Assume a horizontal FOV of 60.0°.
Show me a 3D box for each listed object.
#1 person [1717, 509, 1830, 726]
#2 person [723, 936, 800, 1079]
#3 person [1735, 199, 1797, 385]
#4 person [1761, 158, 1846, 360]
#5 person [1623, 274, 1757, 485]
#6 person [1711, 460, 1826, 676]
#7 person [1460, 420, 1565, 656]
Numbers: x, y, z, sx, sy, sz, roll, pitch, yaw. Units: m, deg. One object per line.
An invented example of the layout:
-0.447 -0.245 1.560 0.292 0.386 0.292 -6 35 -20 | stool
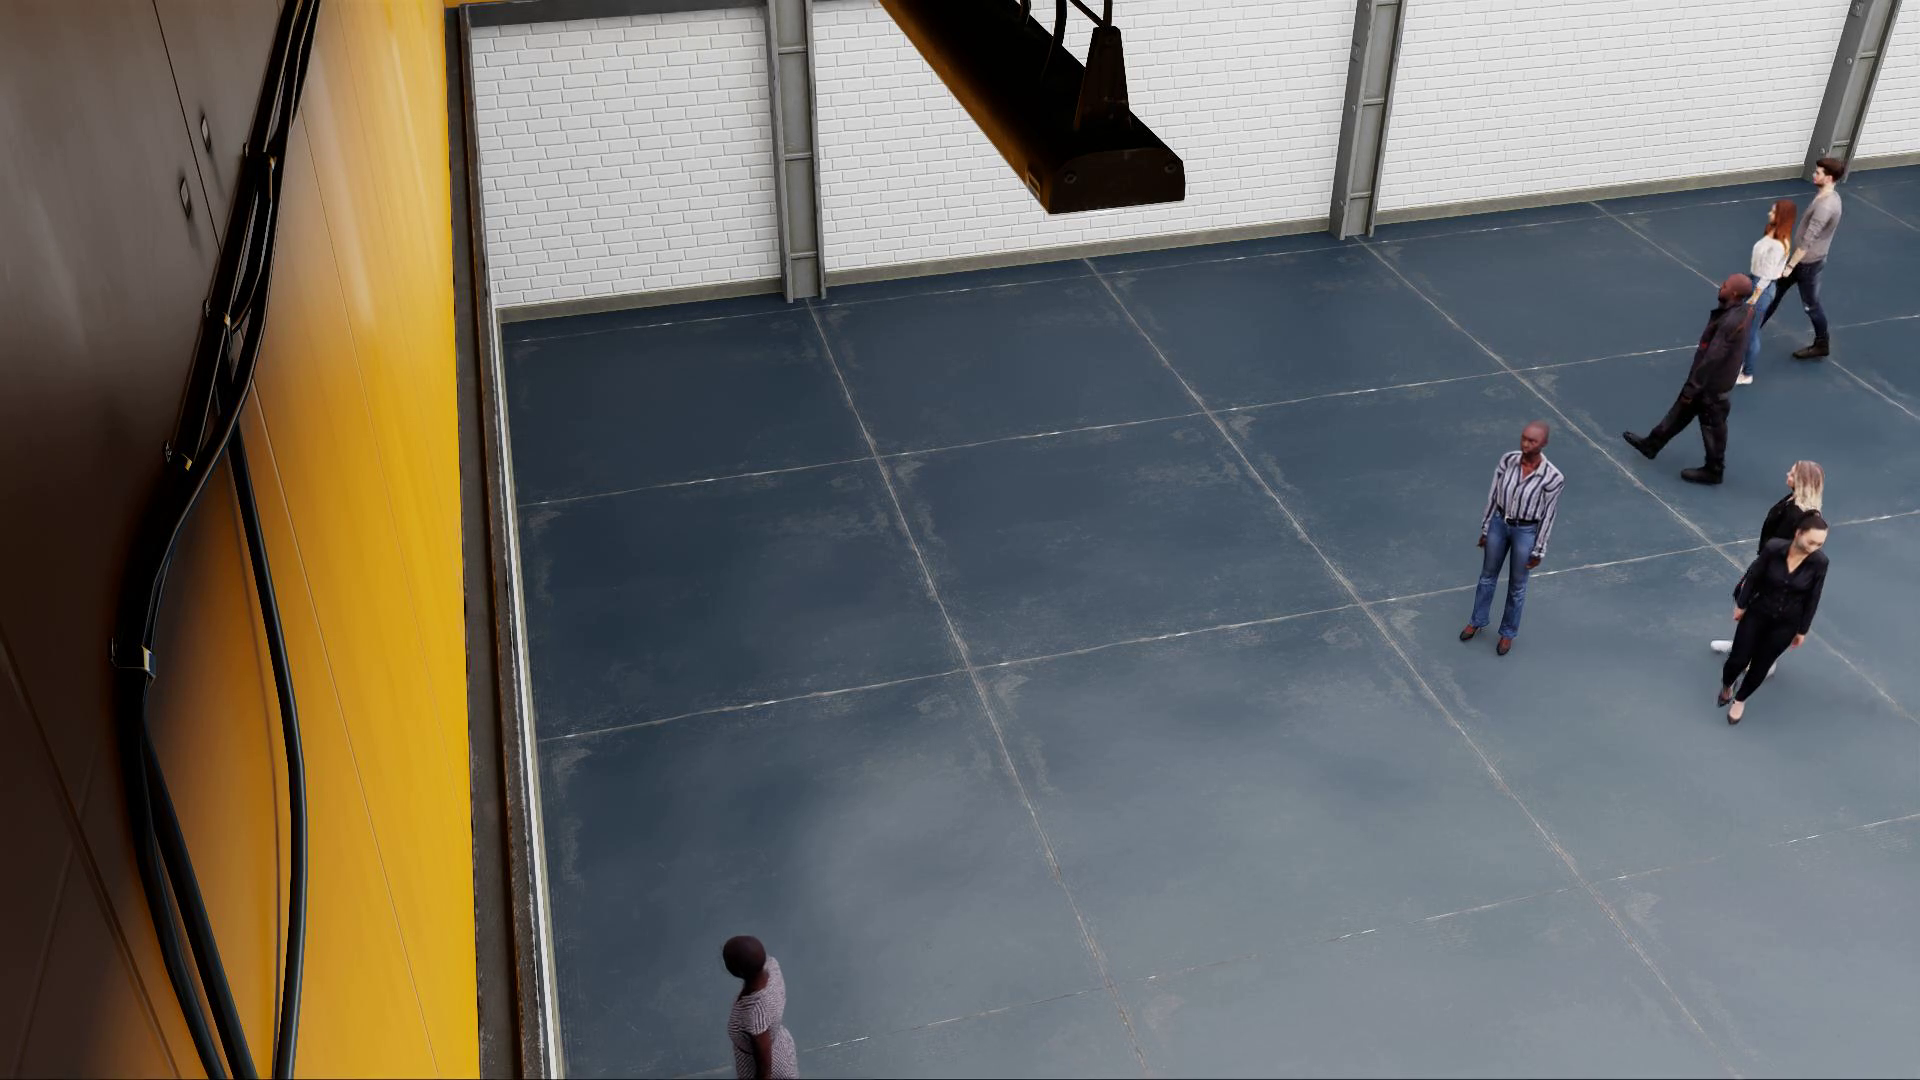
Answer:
5.251 0.496 10.723 0.719 1.693 0.782 19 38 26 | person
-0.891 2.460 7.682 0.607 1.788 0.666 -1 34 -1 | person
7.119 -2.194 14.739 0.697 1.726 0.679 8 35 12 | person
7.768 -2.490 15.062 1.304 1.864 1.131 11 35 16 | person
6.106 -1.246 13.248 1.199 1.799 1.133 17 37 24 | person
5.574 0.238 11.130 0.849 1.673 0.787 19 38 26 | person
3.804 -0.032 11.425 0.696 1.796 0.717 25 41 32 | person
